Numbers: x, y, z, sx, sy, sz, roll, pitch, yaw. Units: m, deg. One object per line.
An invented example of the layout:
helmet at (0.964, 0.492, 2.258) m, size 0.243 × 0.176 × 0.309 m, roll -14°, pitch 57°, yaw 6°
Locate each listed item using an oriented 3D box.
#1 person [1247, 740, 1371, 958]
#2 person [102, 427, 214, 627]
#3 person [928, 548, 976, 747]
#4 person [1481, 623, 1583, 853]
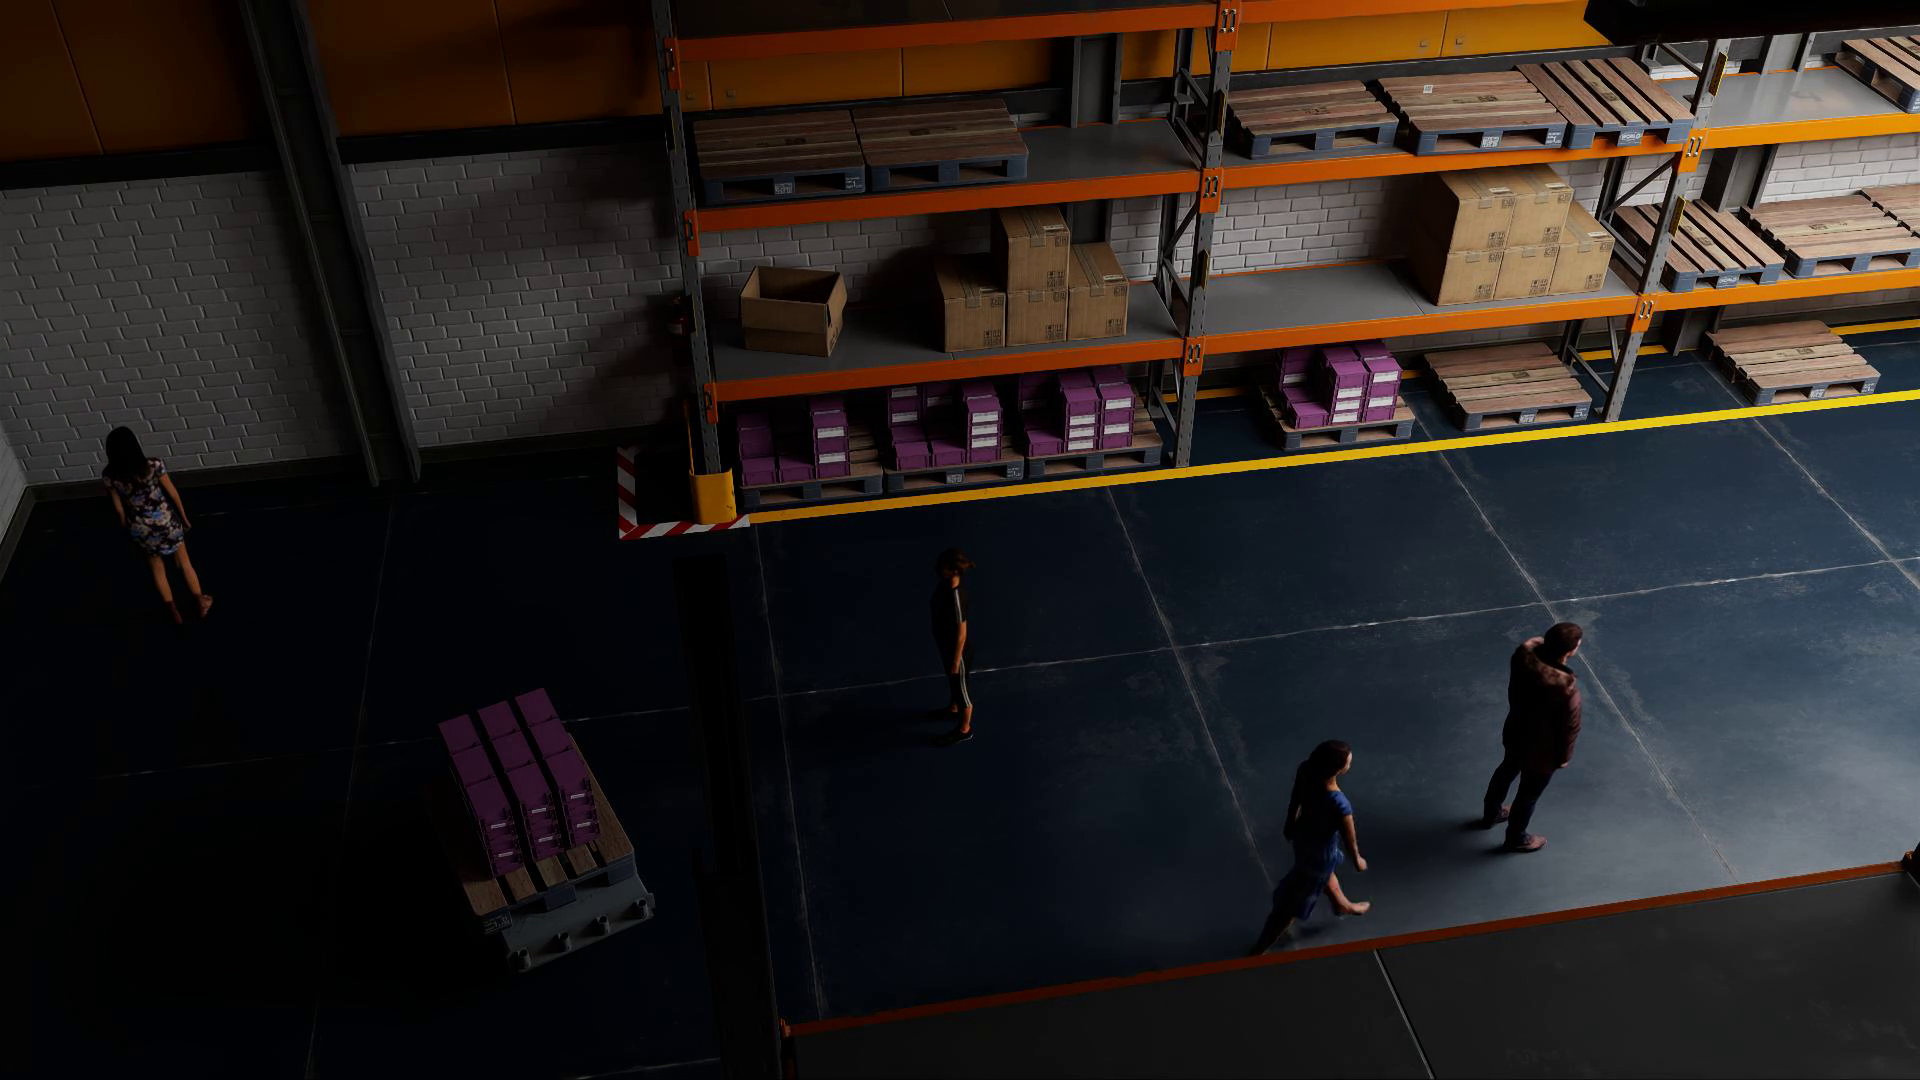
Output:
person at (2.009, 1.916, 9.830) m, size 1.192 × 1.750 × 0.765 m, roll -12°, pitch 40°, yaw -14°
person at (-5.995, -0.098, 12.365) m, size 0.519 × 1.732 × 0.709 m, roll -15°, pitch 41°, yaw -18°
person at (-0.034, 0.705, 11.411) m, size 0.506 × 1.668 × 0.575 m, roll -7°, pitch 39°, yaw -8°
person at (3.661, 1.242, 10.594) m, size 0.752 × 1.848 × 0.796 m, roll -14°, pitch 41°, yaw -17°
